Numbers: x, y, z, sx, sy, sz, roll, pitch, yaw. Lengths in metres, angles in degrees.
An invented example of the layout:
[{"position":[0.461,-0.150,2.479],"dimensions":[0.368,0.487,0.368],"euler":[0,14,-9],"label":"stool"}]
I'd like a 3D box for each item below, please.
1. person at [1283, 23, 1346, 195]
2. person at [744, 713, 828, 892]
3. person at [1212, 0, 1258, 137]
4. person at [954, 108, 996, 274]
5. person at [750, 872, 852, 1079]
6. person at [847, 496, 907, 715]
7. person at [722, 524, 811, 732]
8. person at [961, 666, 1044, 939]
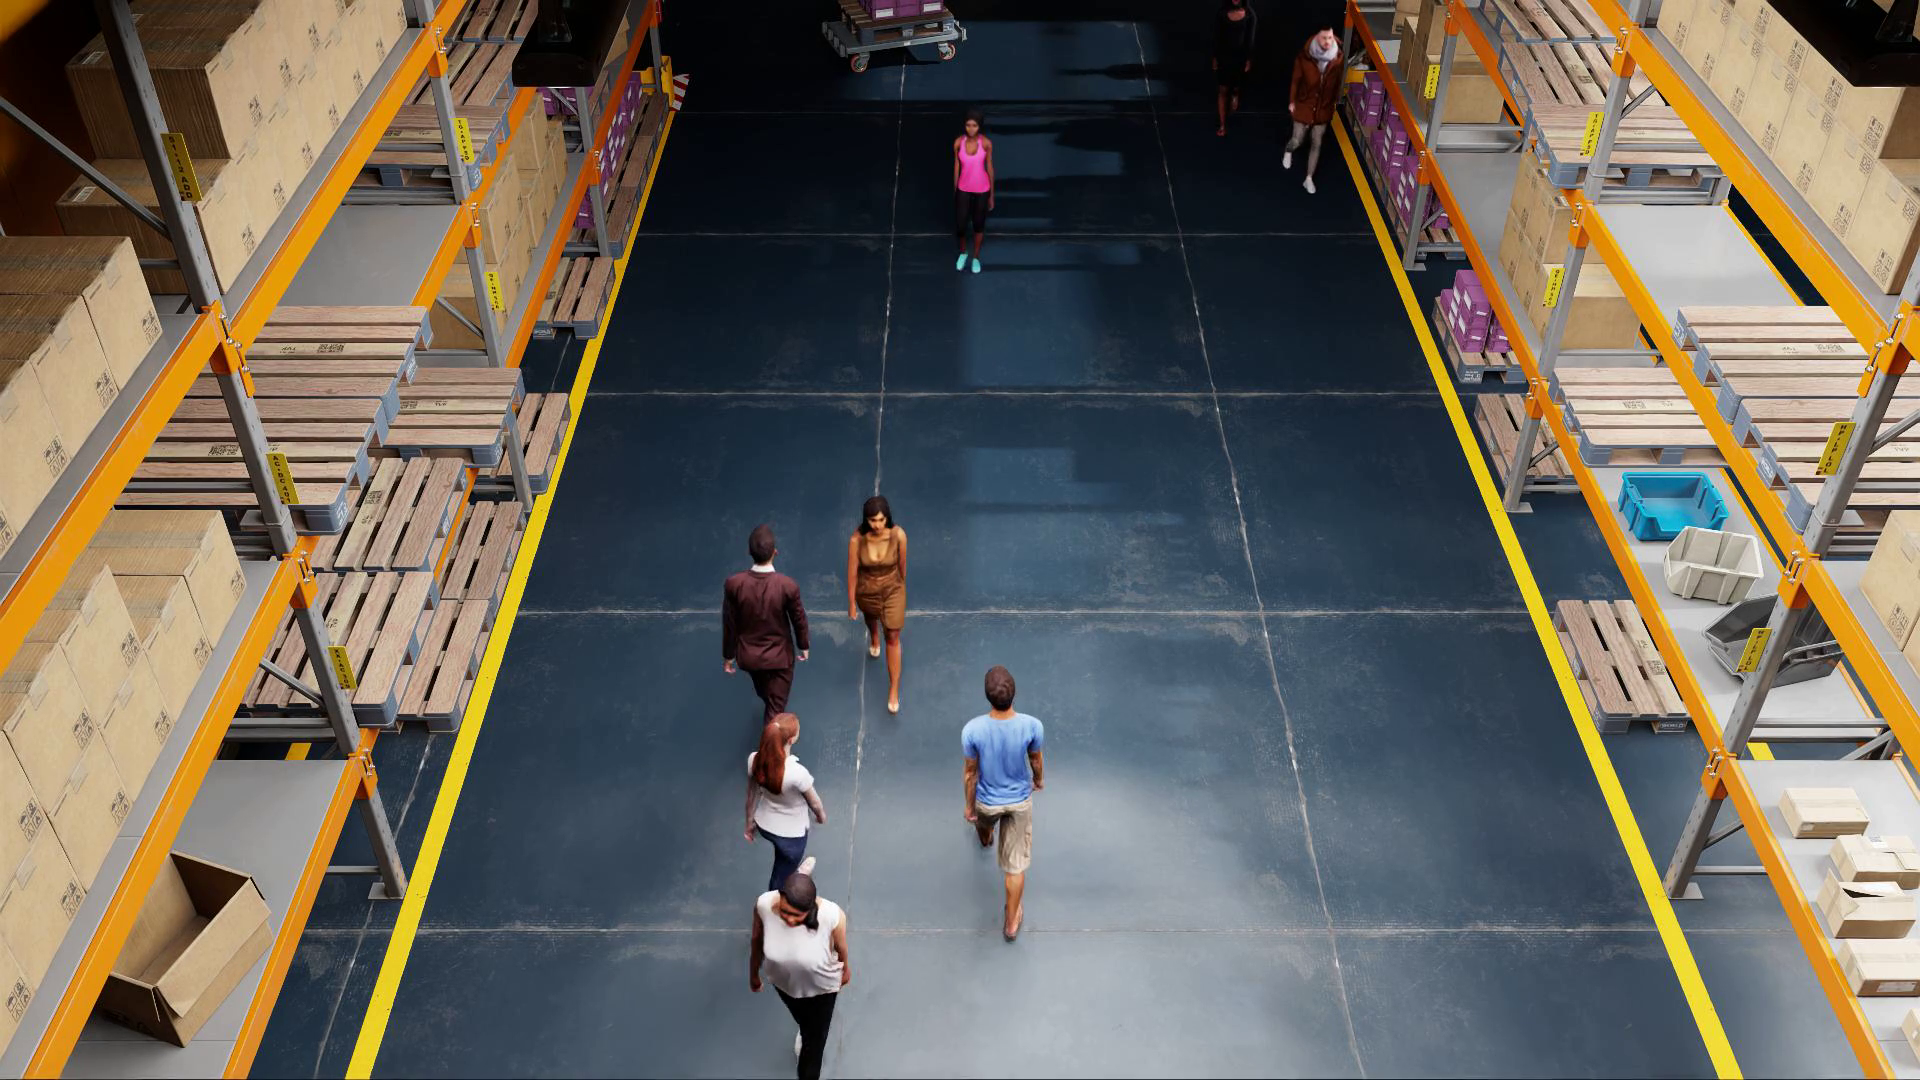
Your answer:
[{"position":[3.738,-4.638,17.700],"dimensions":[0.739,1.826,0.931],"euler":[-3,39,-4],"label":"person"},{"position":[-1.104,1.776,9.765],"dimensions":[0.871,1.706,1.027],"euler":[19,42,23],"label":"person"},{"position":[3.104,-5.496,18.870],"dimensions":[0.725,1.707,1.009],"euler":[7,39,9],"label":"person"},{"position":[0.142,-3.448,16.300],"dimensions":[0.557,1.713,0.599],"euler":[1,39,1],"label":"person"},{"position":[-0.830,2.326,9.117],"dimensions":[0.855,1.655,1.065],"euler":[11,40,13],"label":"person"},{"position":[-0.576,0.320,11.646],"dimensions":[0.627,1.634,1.123],"euler":[-3,39,-4],"label":"person"},{"position":[-1.291,0.800,10.898],"dimensions":[0.808,1.817,1.269],"euler":[3,39,4],"label":"person"},{"position":[0.260,1.605,9.897],"dimensions":[0.691,1.808,1.228],"euler":[-1,39,-1],"label":"person"}]
